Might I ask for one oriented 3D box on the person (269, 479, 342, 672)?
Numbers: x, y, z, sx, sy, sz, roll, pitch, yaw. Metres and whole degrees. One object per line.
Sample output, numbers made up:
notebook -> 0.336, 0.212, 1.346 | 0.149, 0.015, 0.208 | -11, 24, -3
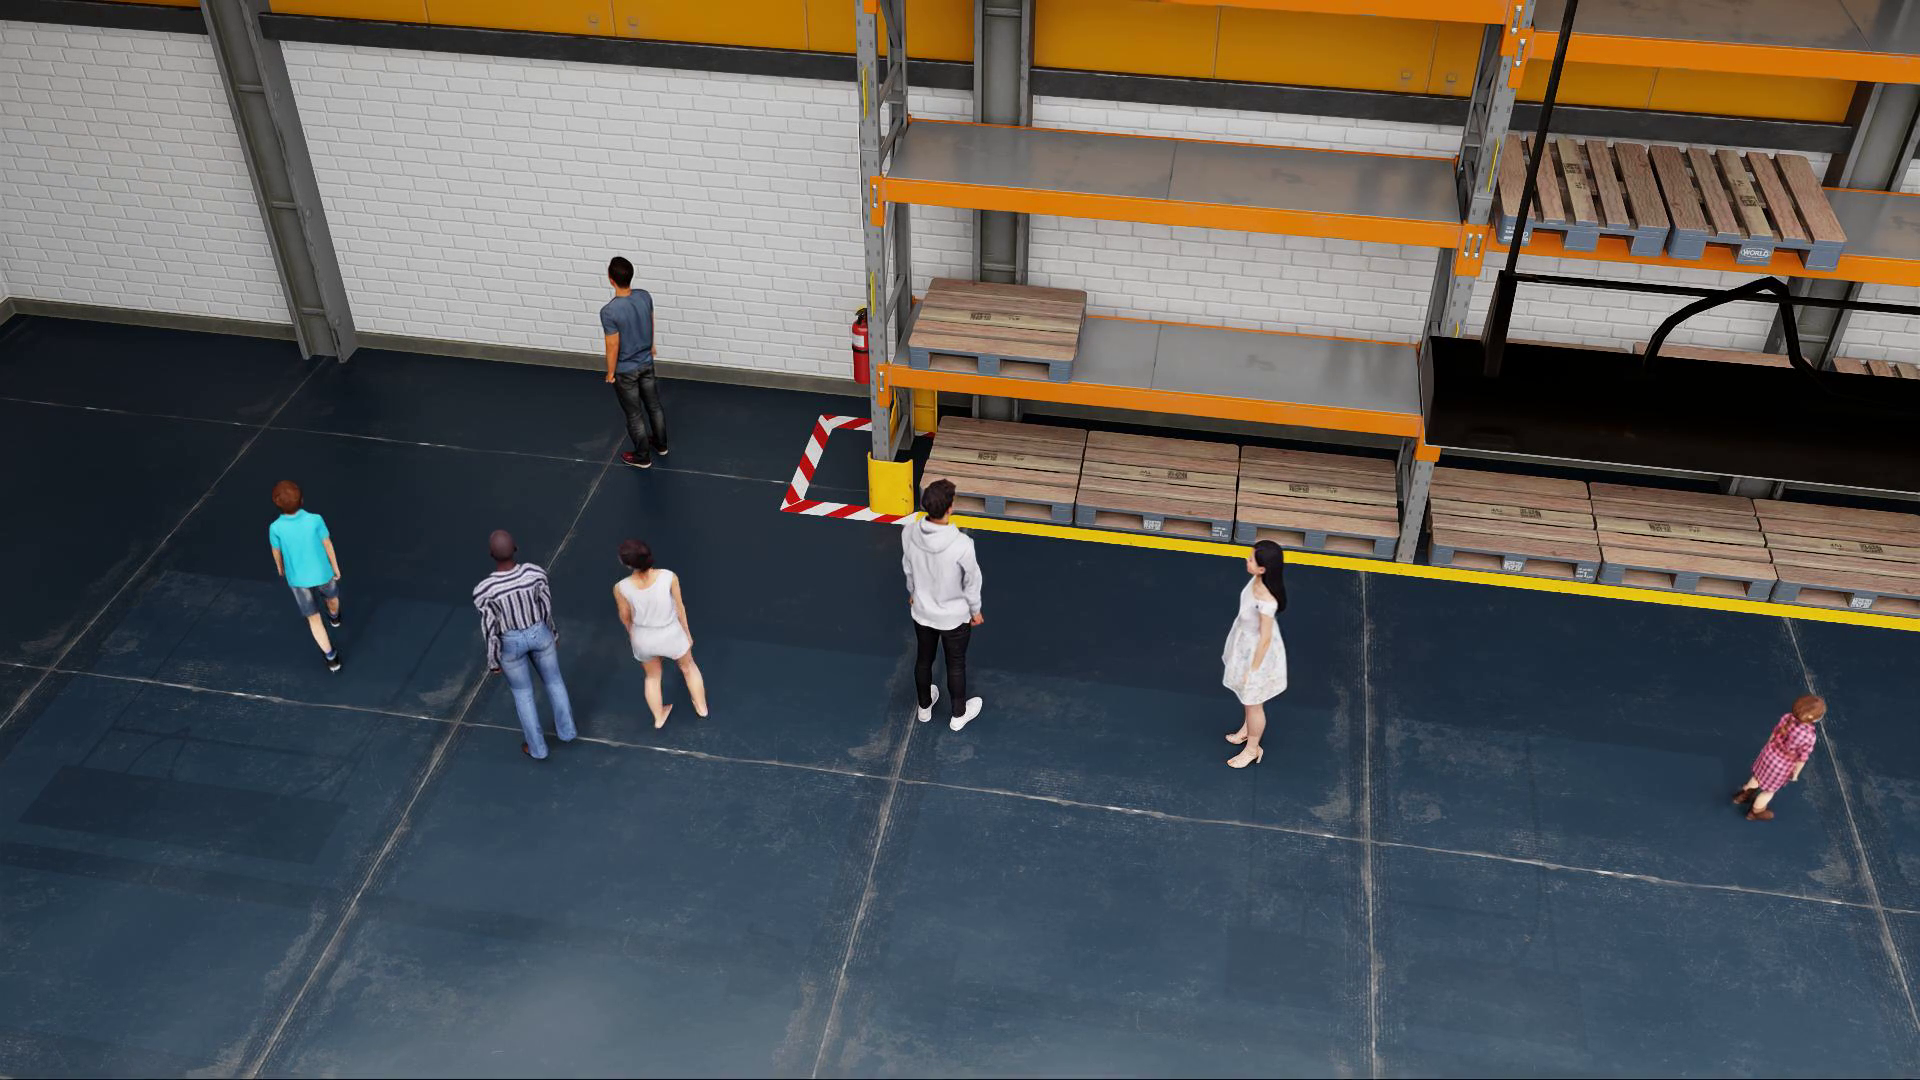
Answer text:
person -> -4.383, 0.258, 11.225 | 0.950, 1.412, 0.930 | -17, 42, -20

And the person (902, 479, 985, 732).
person -> -0.121, 0.426, 10.599 | 0.616, 1.931, 0.786 | 14, 41, 17

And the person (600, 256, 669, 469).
person -> -2.548, -1.386, 12.965 | 0.701, 1.810, 0.731 | 25, 45, 28

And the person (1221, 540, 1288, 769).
person -> 1.832, 0.716, 10.362 | 0.629, 1.773, 0.646 | 5, 39, 6

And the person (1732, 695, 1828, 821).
person -> 5.022, 1.334, 10.198 | 0.589, 1.011, 0.536 | -14, 41, -17

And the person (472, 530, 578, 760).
person -> -2.720, 0.665, 10.409 | 0.693, 1.794, 0.754 | -24, 44, -27

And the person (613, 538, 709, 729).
person -> -1.959, 0.652, 10.585 | 0.635, 1.596, 0.769 | -1, 39, -1
